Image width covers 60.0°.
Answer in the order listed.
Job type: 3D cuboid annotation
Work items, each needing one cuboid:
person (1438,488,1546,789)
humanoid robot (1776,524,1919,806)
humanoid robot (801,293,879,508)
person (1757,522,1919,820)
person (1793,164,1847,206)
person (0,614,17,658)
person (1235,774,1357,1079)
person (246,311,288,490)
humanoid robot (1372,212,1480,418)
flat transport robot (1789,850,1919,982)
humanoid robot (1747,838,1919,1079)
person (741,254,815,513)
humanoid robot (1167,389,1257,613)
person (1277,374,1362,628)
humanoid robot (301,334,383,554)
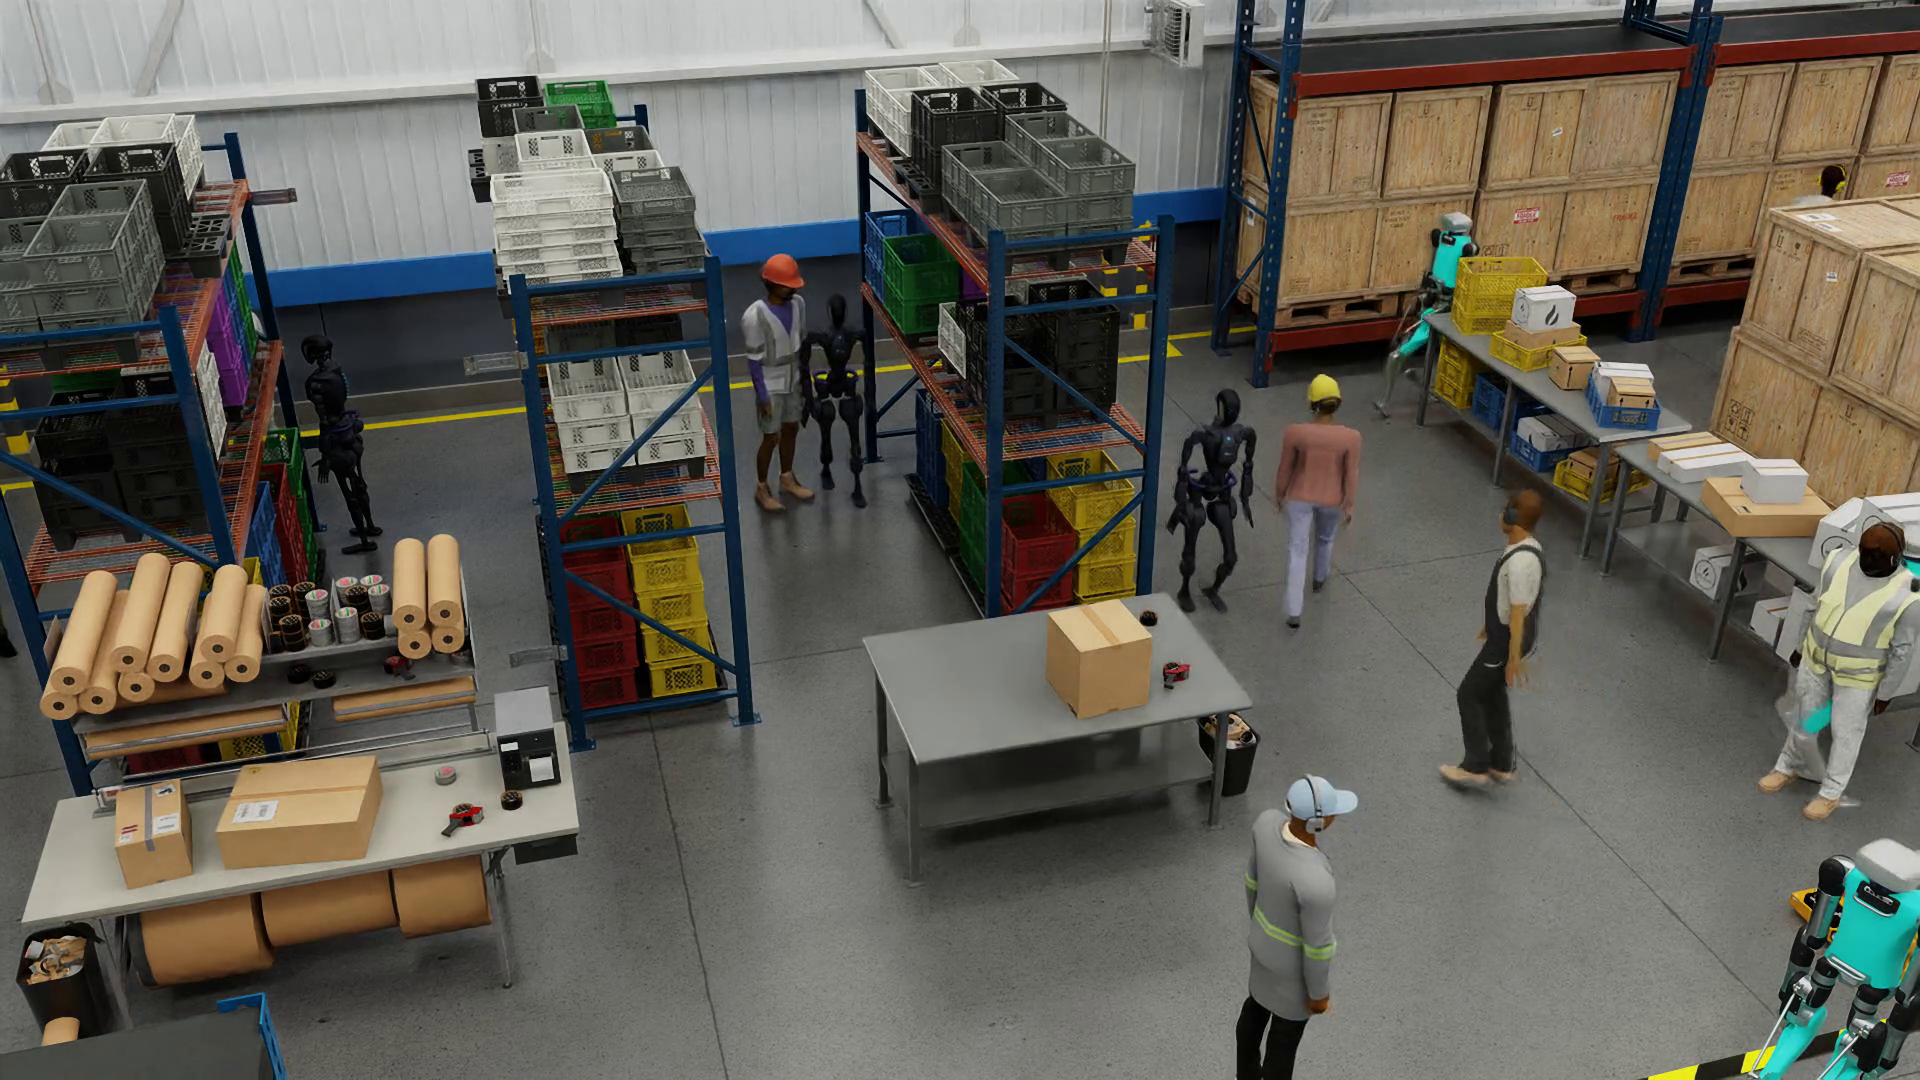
[{"bbox_3d":[3.097,0.579,9.522,0.472,1.789,0.608,15,32,25],"label":"person"},{"bbox_3d":[4.949,0.691,9.373,0.680,1.785,0.550,9,30,16],"label":"humanoid robot"},{"bbox_3d":[-0.930,-1.088,12.693,0.601,1.643,0.598,-7,30,-13],"label":"humanoid robot"},{"bbox_3d":[4.918,0.712,9.249,0.429,1.834,0.631,-15,32,-25],"label":"person"},{"bbox_3d":[7.754,-2.514,15.121,1.018,1.811,0.535,-21,35,-34],"label":"person"},{"bbox_3d":[-6.534,-0.045,10.536,0.424,1.924,0.555,18,34,29],"label":"person"},{"bbox_3d":[1.452,1.789,7.262,0.393,1.853,0.588,-9,30,-15],"label":"person"},{"bbox_3d":[-5.291,-1.089,12.488,0.327,1.865,0.516,-14,32,-24],"label":"person"},{"bbox_3d":[3.817,-1.856,14.044,0.967,1.773,0.544,-12,31,-20],"label":"humanoid robot"},{"bbox_3d":[5.163,1.916,8.676,1.431,0.231,0.659,-8,30,-14],"label":"flat transport robot"},{"bbox_3d":[3.503,2.021,6.823,0.735,1.674,0.533,-17,33,-28],"label":"humanoid robot"},{"bbox_3d":[-1.336,-1.178,12.484,0.433,2.027,0.620,22,36,34],"label":"person"},{"bbox_3d":[1.675,-0.268,11.177,0.601,1.644,0.365,-9,30,-15],"label":"humanoid robot"},{"bbox_3d":[2.388,-0.282,11.174,0.523,1.718,0.890,5,29,10],"label":"person"},{"bbox_3d":[-4.467,-0.699,11.955,0.315,1.657,0.599,-2,29,-3],"label":"humanoid robot"}]
